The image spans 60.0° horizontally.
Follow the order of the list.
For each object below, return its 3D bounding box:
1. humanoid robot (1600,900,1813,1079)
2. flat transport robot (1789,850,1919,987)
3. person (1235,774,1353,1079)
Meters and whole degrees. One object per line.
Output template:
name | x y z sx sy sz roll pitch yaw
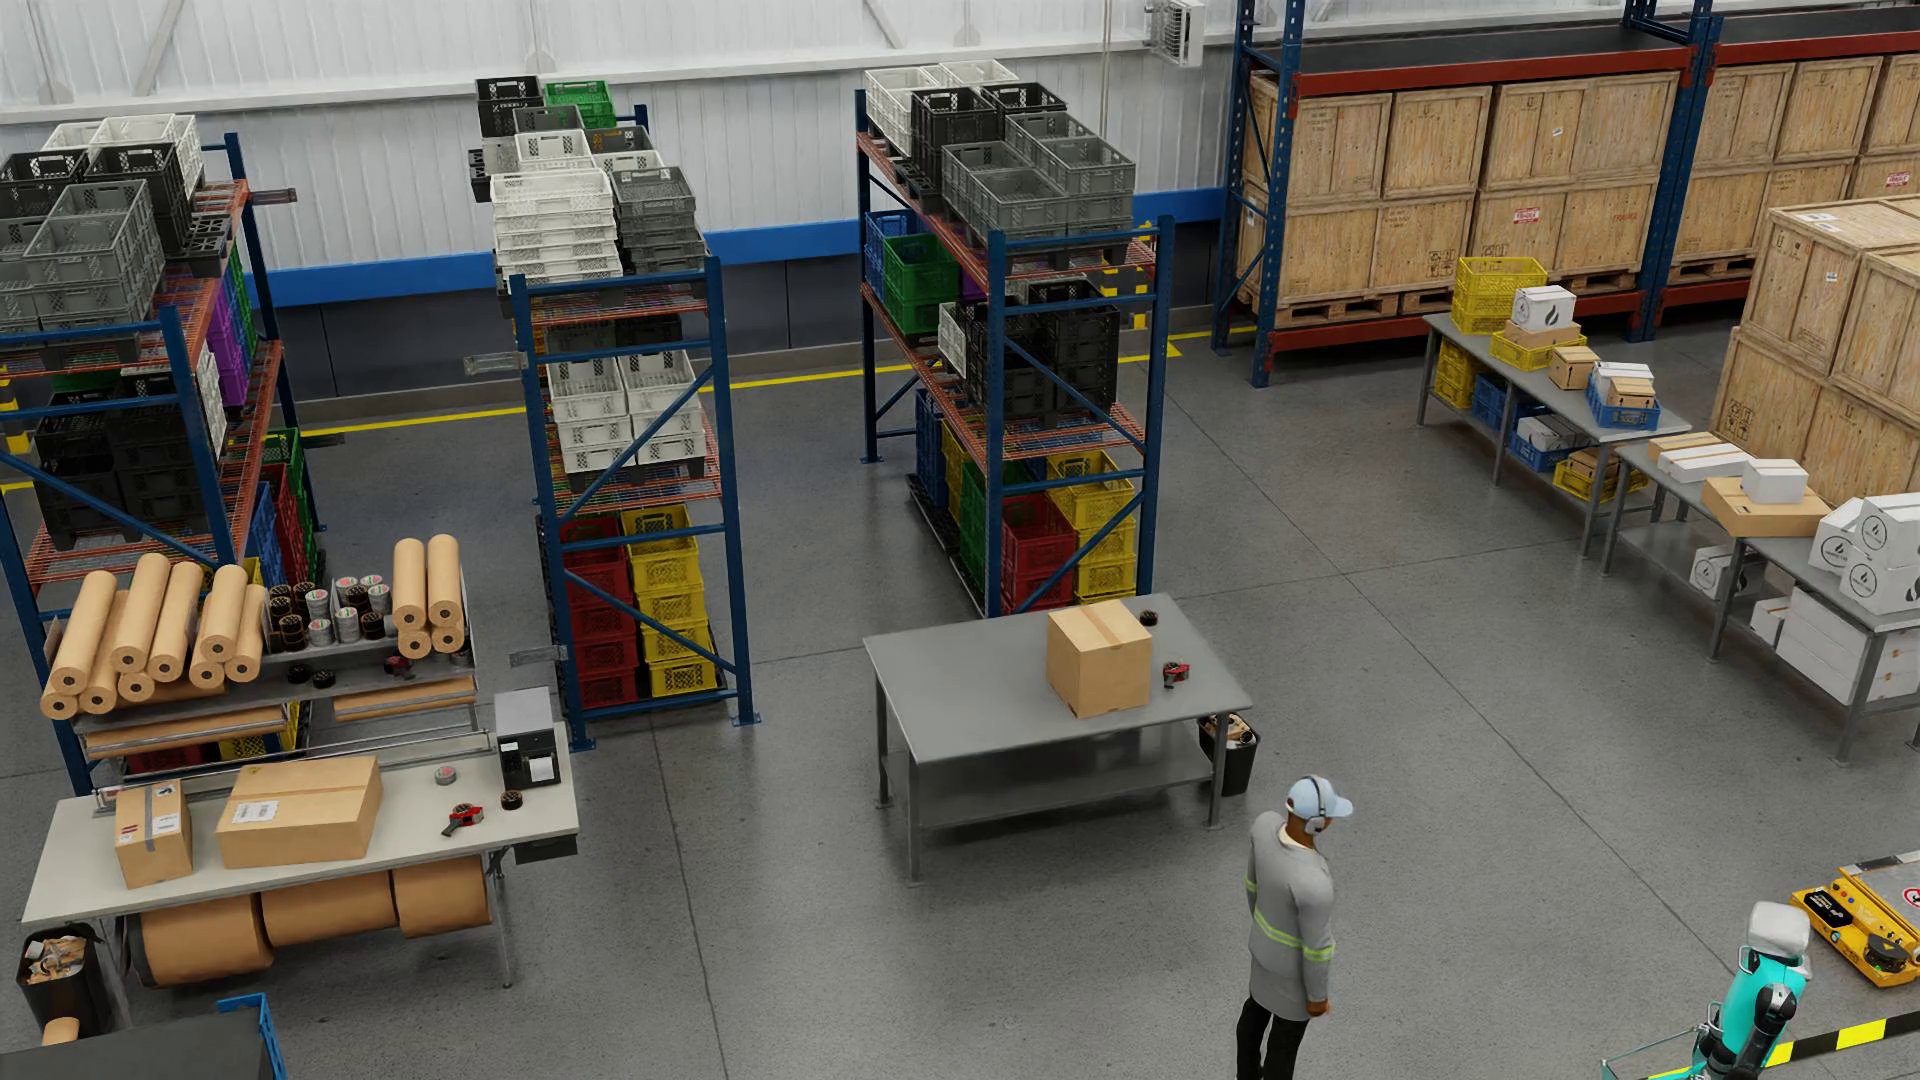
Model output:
humanoid robot | 2.864 2.101 6.675 0.735 1.677 0.533 12 31 21
flat transport robot | 5.163 1.916 8.676 1.431 0.231 0.659 -8 30 -14
person | 1.452 1.795 7.254 0.388 1.850 0.587 -10 30 -17
